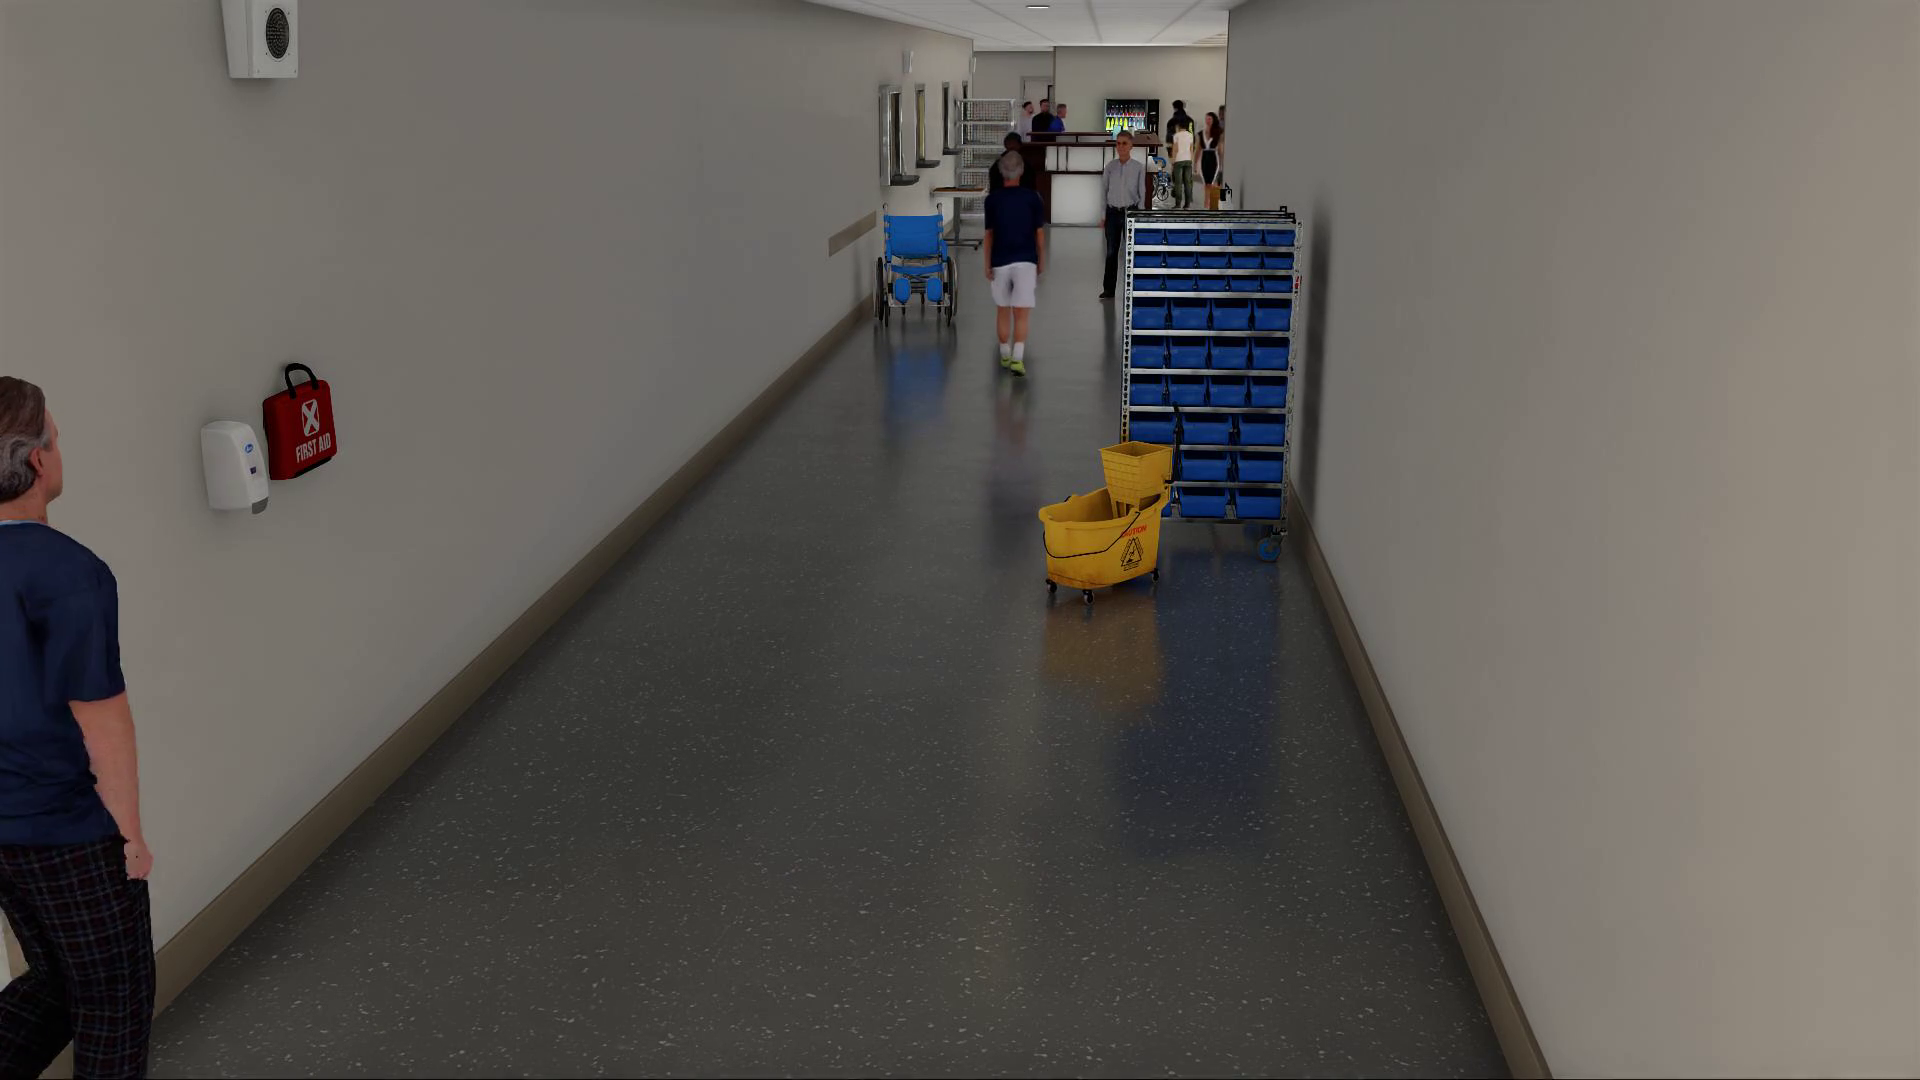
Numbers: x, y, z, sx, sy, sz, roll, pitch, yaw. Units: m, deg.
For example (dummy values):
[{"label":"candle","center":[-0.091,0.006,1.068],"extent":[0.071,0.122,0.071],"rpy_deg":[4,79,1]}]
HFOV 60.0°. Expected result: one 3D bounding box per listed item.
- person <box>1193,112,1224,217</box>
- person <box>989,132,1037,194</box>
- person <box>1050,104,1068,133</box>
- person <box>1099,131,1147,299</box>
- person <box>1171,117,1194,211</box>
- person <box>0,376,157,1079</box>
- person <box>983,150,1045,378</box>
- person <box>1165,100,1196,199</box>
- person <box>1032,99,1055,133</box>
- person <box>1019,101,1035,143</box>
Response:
[{"label":"person","center":[4.159,-6.162,27.611],"extent":[1.128,1.753,0.924],"rpy_deg":[7,17,24]},{"label":"person","center":[0.592,-3.527,18.234],"extent":[1.104,1.769,0.740],"rpy_deg":[1,16,5]},{"label":"person","center":[1.833,-7.750,33.140],"extent":[0.764,1.808,0.751],"rpy_deg":[2,16,6]},{"label":"person","center":[1.794,-3.580,18.329],"extent":[0.561,1.820,0.745],"rpy_deg":[4,16,14]},{"label":"person","center":[4.033,-6.820,30.125],"extent":[0.578,1.654,0.707],"rpy_deg":[-5,16,-16]},{"label":"person","center":[-1.920,0.629,3.345],"extent":[0.890,1.848,0.890],"rpy_deg":[8,18,27]},{"label":"person","center":[0.443,-2.190,13.437],"extent":[1.137,1.798,0.734],"rpy_deg":[2,16,7]},{"label":"person","center":[4.322,-7.574,32.373],"extent":[1.132,1.886,1.026],"rpy_deg":[-3,16,-10]},{"label":"person","center":[1.691,-7.907,33.503],"extent":[0.738,1.913,0.841],"rpy_deg":[-9,18,-29]},{"label":"person","center":[1.405,-8.311,35.115],"extent":[1.196,1.818,1.043],"rpy_deg":[12,20,37]}]
